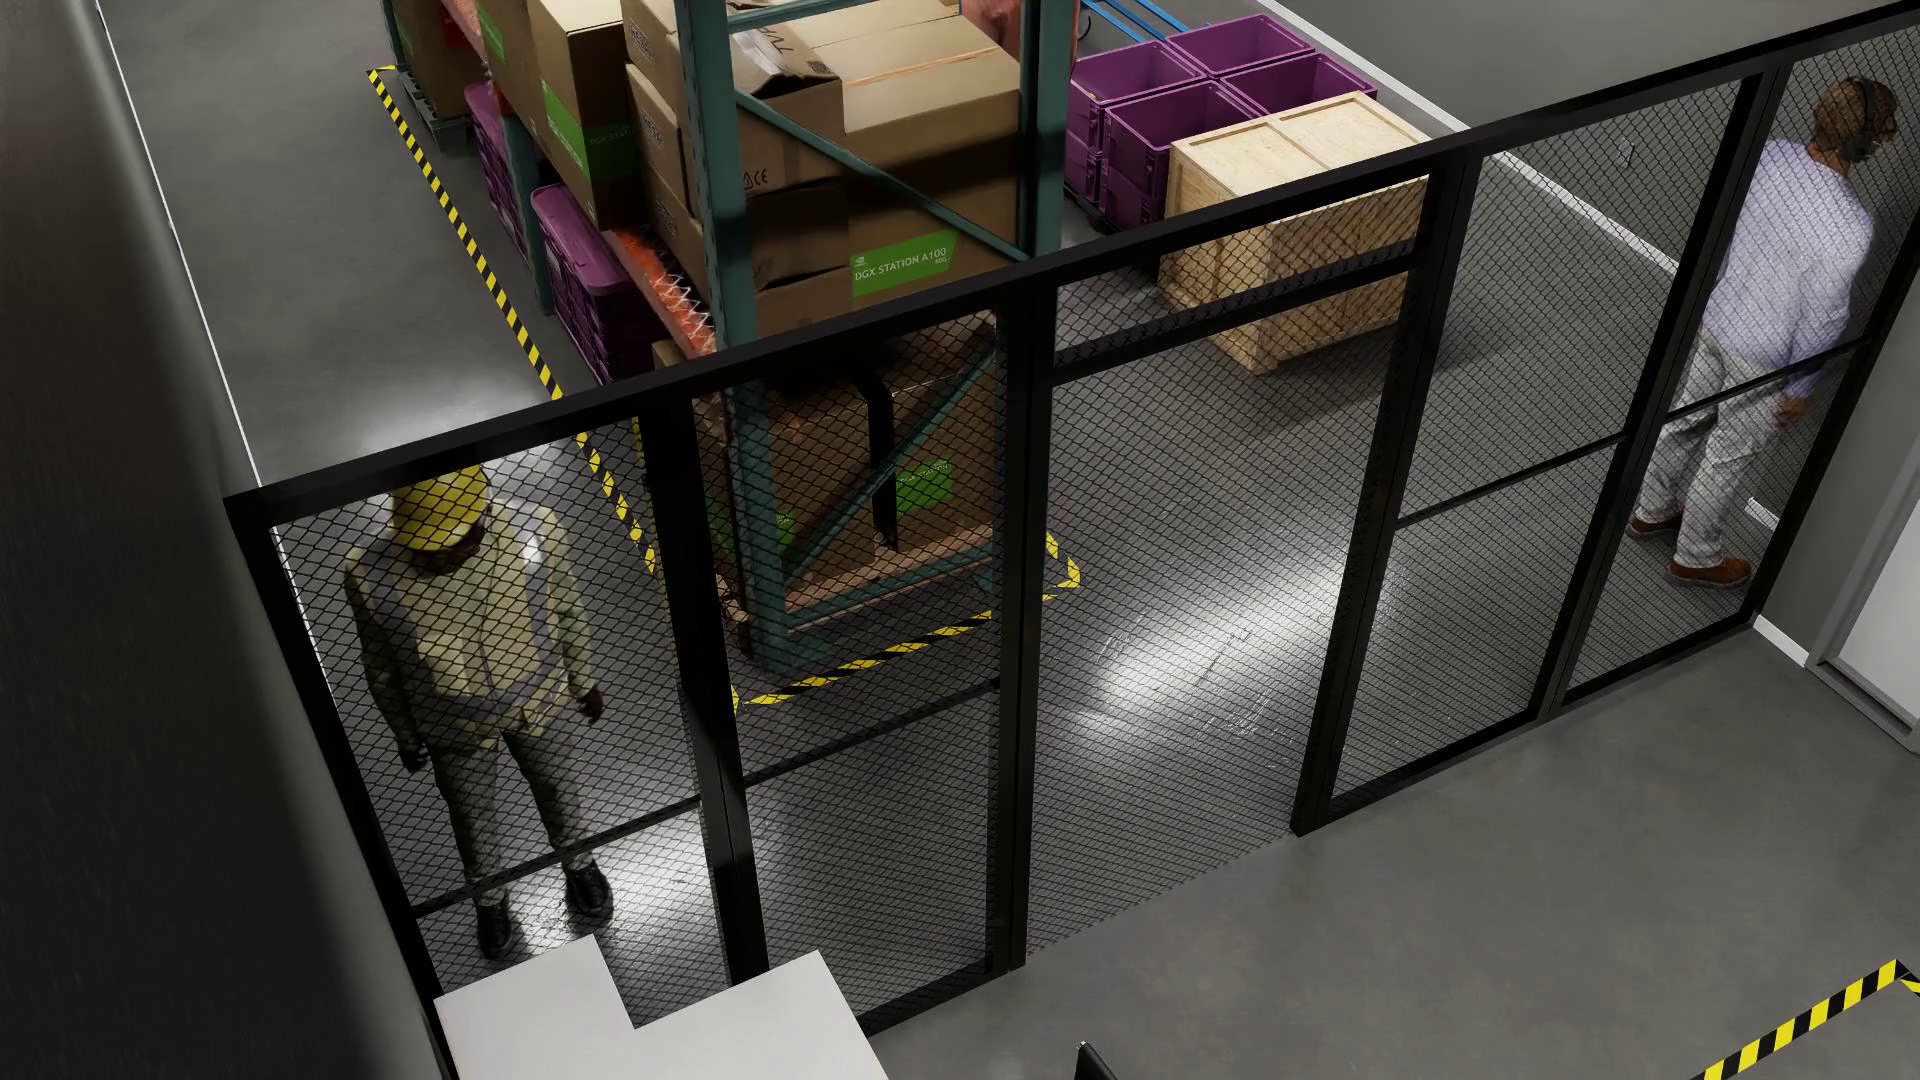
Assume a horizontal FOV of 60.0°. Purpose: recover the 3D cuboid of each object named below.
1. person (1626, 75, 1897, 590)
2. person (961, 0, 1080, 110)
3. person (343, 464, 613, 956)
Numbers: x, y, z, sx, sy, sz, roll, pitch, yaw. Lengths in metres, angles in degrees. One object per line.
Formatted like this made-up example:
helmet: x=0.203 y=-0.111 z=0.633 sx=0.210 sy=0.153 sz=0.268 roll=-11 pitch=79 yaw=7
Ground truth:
person: x=2.726 y=-0.678 z=5.687 sx=0.377 sy=1.940 sz=0.628 roll=-7 pitch=43 yaw=-7
person: x=0.223 y=-1.811 z=6.892 sx=0.615 sy=1.986 sz=0.389 roll=-32 pitch=51 yaw=-30
person: x=-1.275 y=0.440 z=4.547 sx=0.587 sy=1.826 sz=0.404 roll=-17 pitch=45 yaw=-18
